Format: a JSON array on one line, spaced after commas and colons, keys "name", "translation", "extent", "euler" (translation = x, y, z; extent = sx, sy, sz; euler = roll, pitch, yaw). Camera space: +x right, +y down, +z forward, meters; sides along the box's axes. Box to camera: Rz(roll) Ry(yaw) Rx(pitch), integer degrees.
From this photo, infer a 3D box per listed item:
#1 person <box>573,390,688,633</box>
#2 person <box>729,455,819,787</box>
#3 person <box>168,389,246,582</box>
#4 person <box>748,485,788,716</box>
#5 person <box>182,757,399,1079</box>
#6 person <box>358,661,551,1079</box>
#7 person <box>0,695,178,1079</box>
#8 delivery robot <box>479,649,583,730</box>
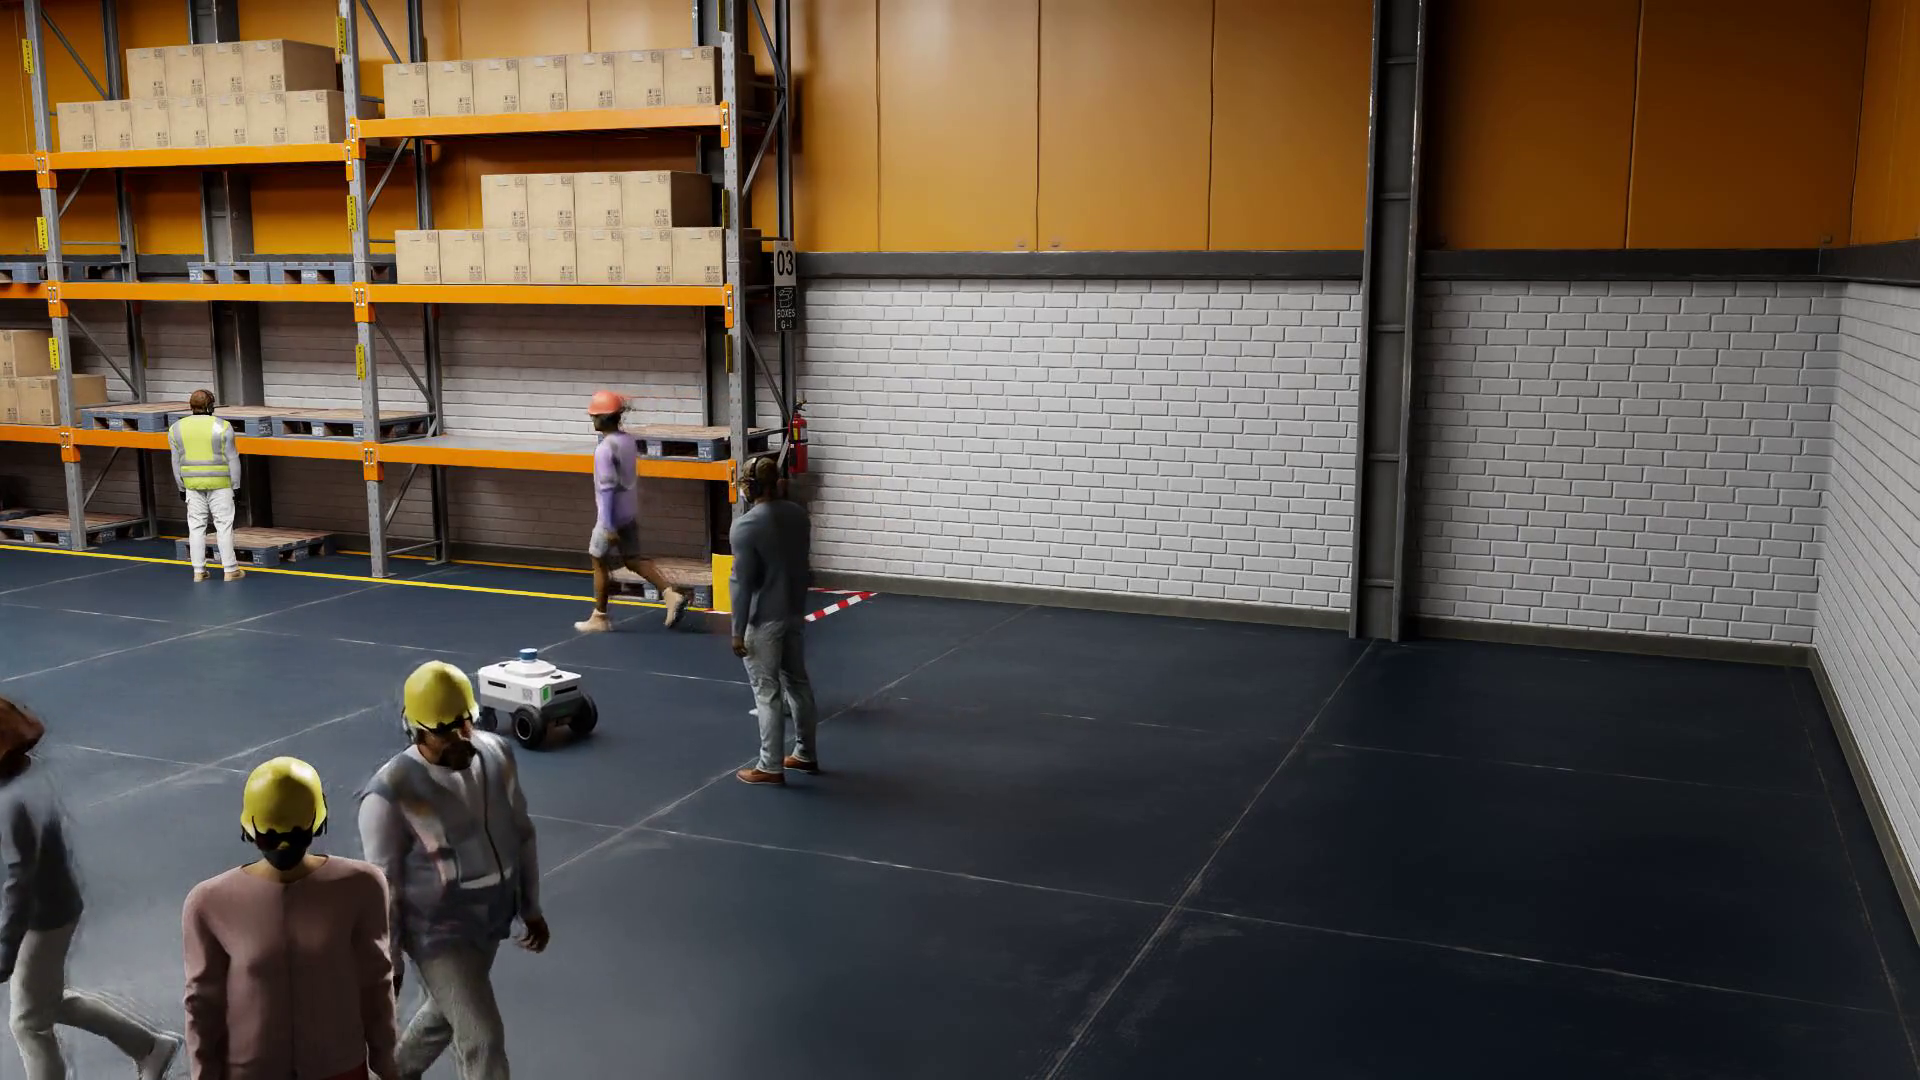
[{"name": "person", "translation": [-2.722, -0.214, 13.524], "extent": [0.893, 2.020, 0.613], "euler": [3, 10, 16]}, {"name": "person", "translation": [-1.102, 0.467, 9.690], "extent": [0.389, 1.927, 0.643], "euler": [7, 11, 34]}, {"name": "person", "translation": [-7.163, -0.515, 15.868], "extent": [0.627, 1.844, 0.429], "euler": [-1, 9, -3]}, {"name": "person", "translation": [-1.295, 0.380, 11.076], "extent": [0.366, 1.622, 0.533], "euler": [1, 9, 9]}, {"name": "person", "translation": [-1.750, 1.419, 4.401], "extent": [0.524, 1.760, 0.327], "euler": [-5, 11, -28]}, {"name": "person", "translation": [-1.704, 1.232, 5.457], "extent": [0.906, 1.790, 0.584], "euler": [5, 11, 27]}, {"name": "person", "translation": [-3.044, 1.282, 5.664], "extent": [0.585, 1.605, 0.528], "euler": [-5, 10, -26]}, {"name": "delivery robot", "translation": [-2.753, 0.940, 10.655], "extent": [0.707, 0.478, 0.477], "euler": [7, 12, 37]}]
